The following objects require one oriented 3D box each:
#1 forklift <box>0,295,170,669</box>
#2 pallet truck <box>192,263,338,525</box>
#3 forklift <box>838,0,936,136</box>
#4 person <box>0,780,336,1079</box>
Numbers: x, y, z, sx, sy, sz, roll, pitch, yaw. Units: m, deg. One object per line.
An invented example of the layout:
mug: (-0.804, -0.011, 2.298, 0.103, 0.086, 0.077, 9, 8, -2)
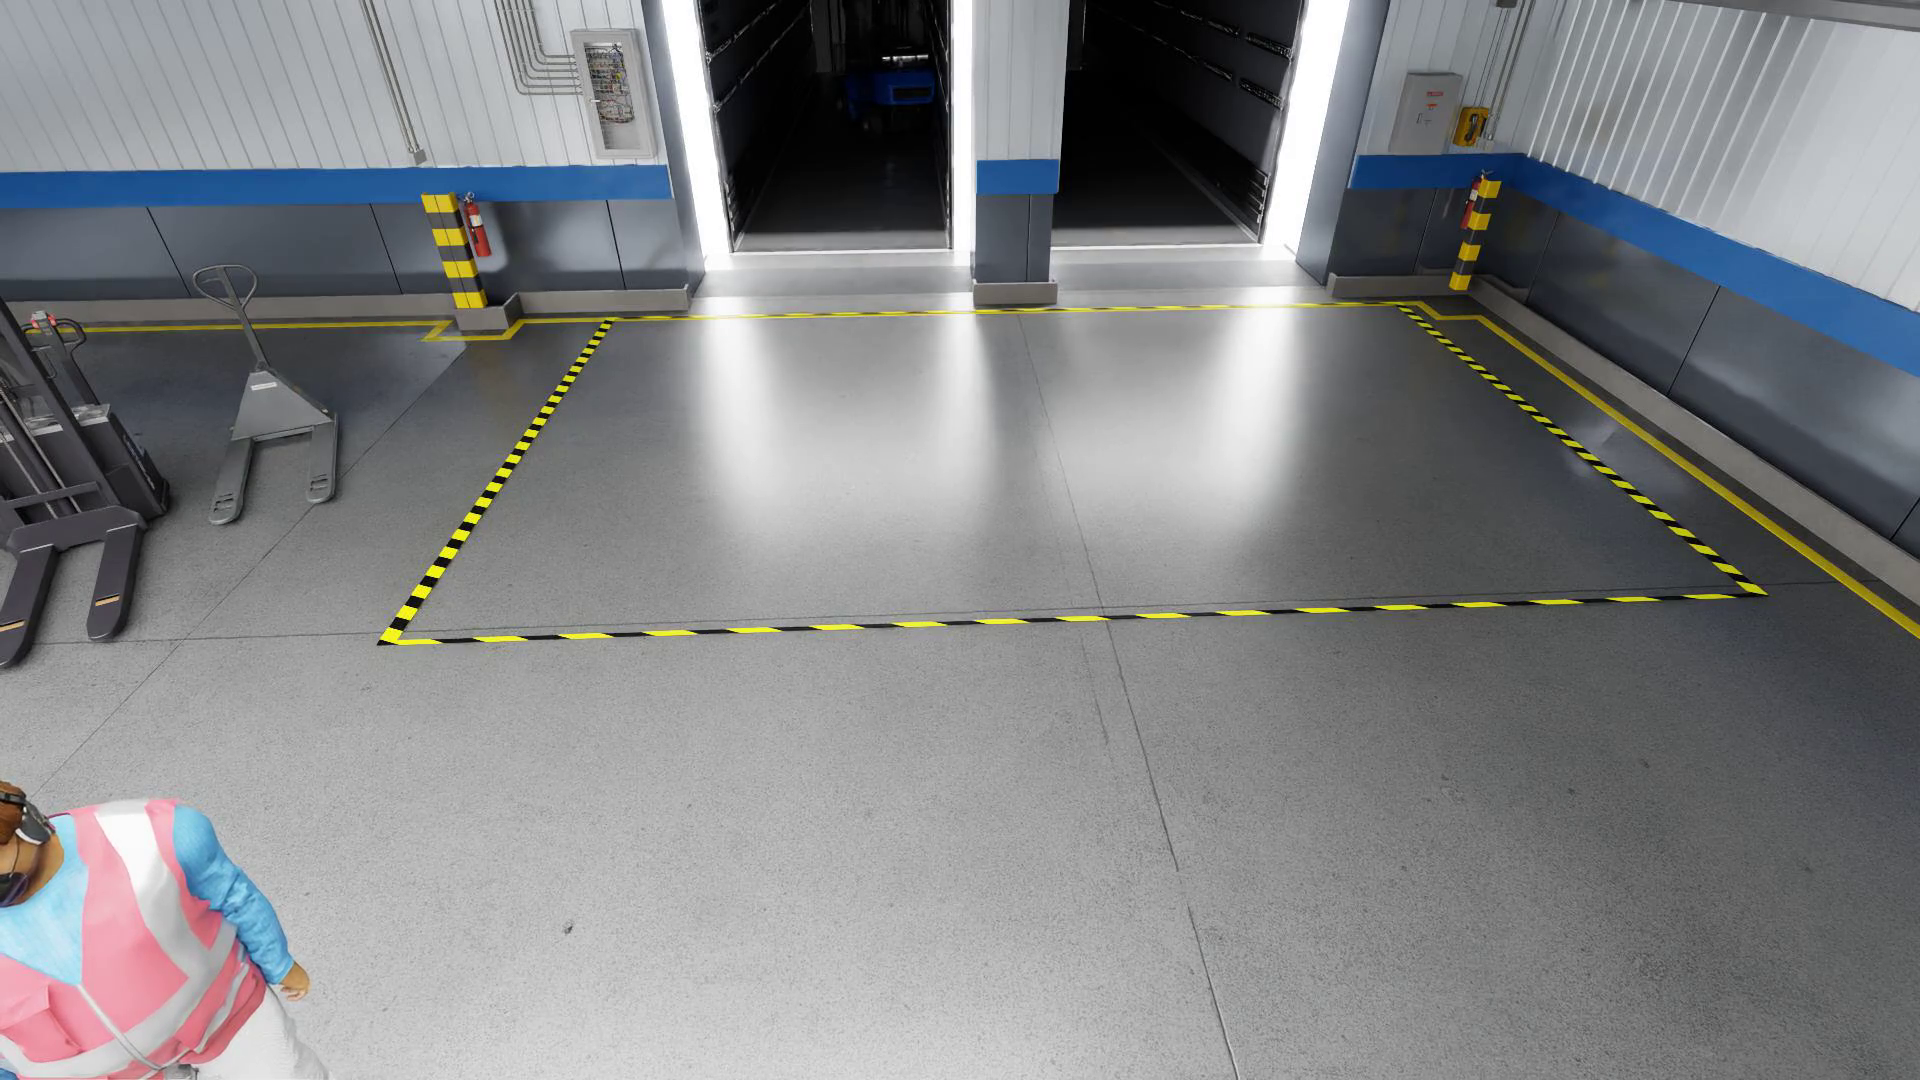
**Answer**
forklift: (-5.212, -0.618, 4.878, 0.823, 1.965, 1.885, -20, 39, -26)
pallet truck: (-4.778, -1.027, 6.128, 0.680, 1.201, 1.601, -17, 38, -23)
forklift: (-1.245, -8.116, 15.339, 1.157, 2.036, 2.680, -13, 37, -18)
person: (-2.032, 1.251, 2.327, 0.634, 1.841, 0.429, -29, 44, -35)
